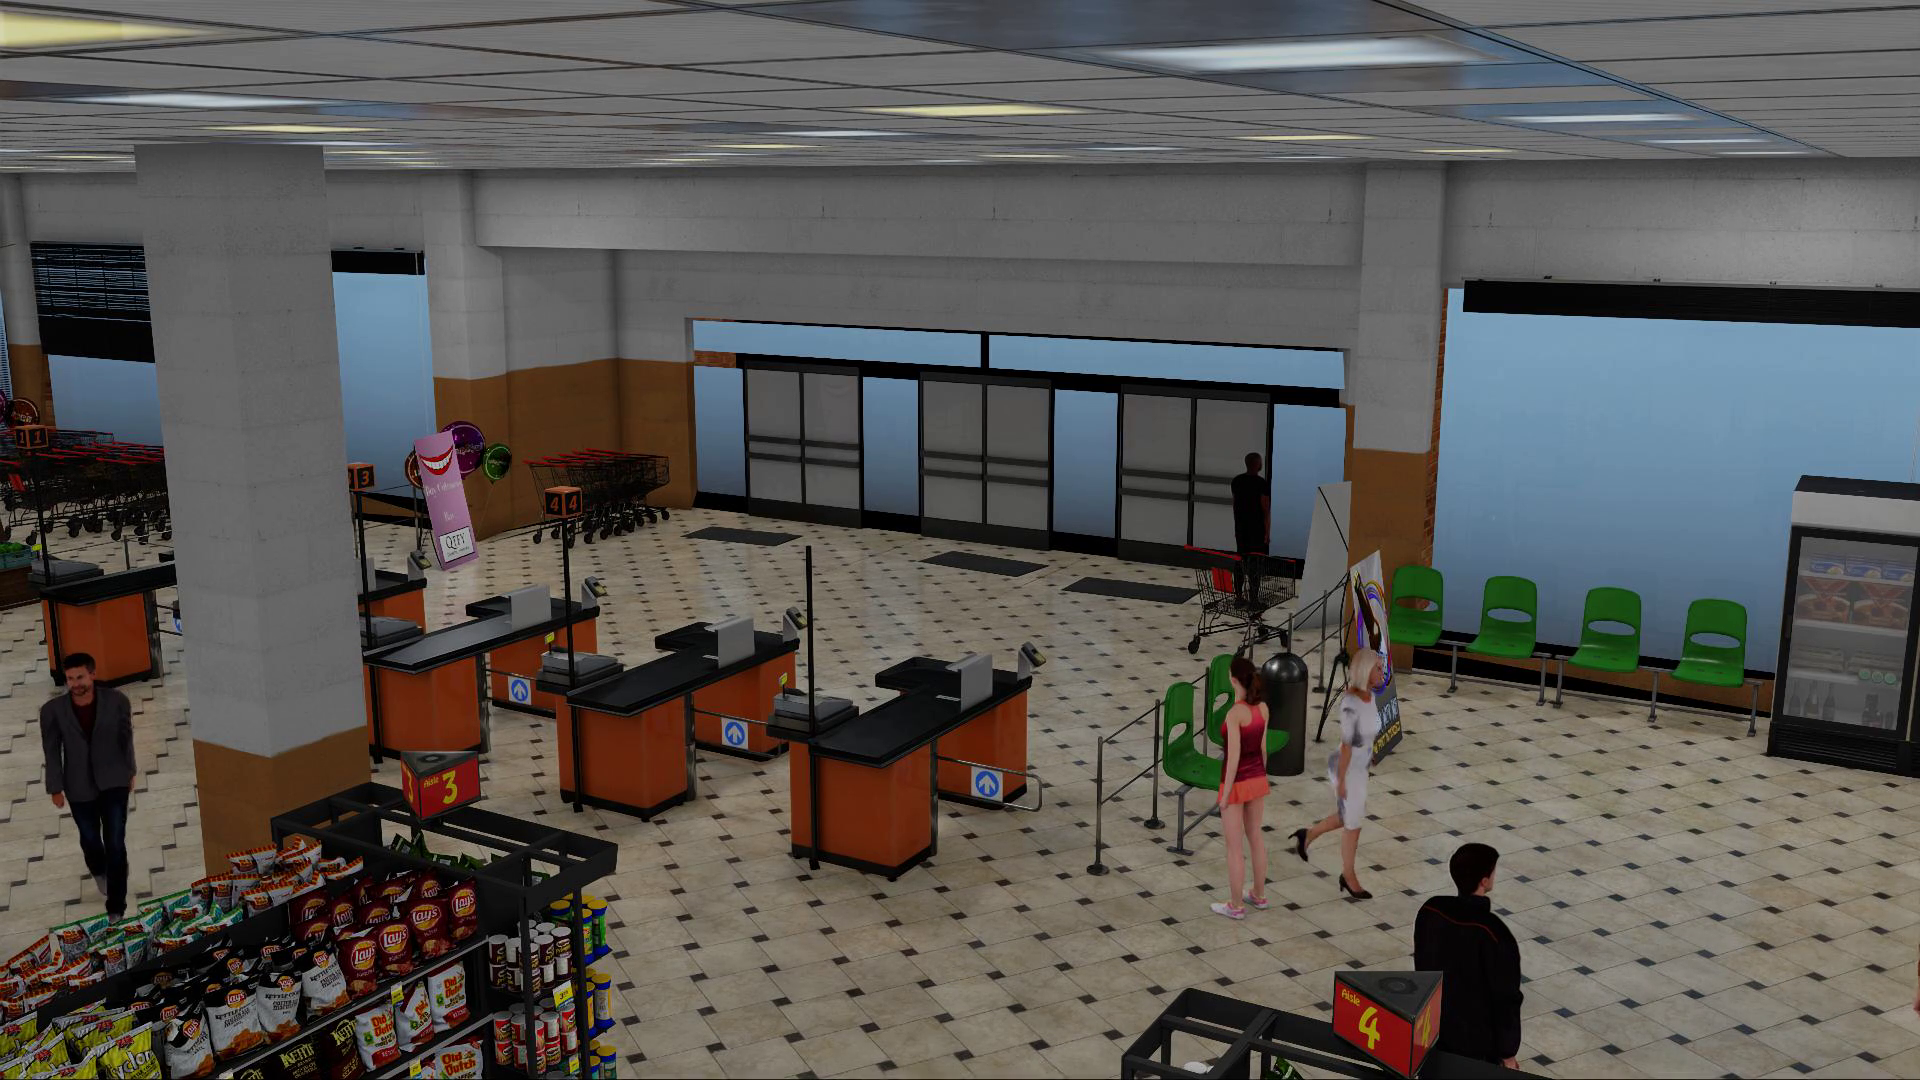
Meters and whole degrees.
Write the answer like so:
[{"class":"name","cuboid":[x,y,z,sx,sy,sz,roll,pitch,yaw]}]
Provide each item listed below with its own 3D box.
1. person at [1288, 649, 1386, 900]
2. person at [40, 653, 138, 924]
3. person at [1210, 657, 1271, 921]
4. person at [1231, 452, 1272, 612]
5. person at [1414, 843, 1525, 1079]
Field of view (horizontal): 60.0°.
[{"class":"person","cuboid":[2.581,1.567,11.310,0.653,1.729,0.808,8,14,32]},{"class":"person","cuboid":[-5.668,1.605,10.932,1.297,1.811,1.246,-6,13,-26]},{"class":"person","cuboid":[1.868,1.623,10.993,0.553,1.750,0.687,-10,15,-39]},{"class":"person","cuboid":[3.322,-0.105,19.033,0.665,1.820,0.724,-11,16,-43]},{"class":"person","cuboid":[2.310,2.275,7.683,0.744,1.838,0.800,-8,14,-34]}]
